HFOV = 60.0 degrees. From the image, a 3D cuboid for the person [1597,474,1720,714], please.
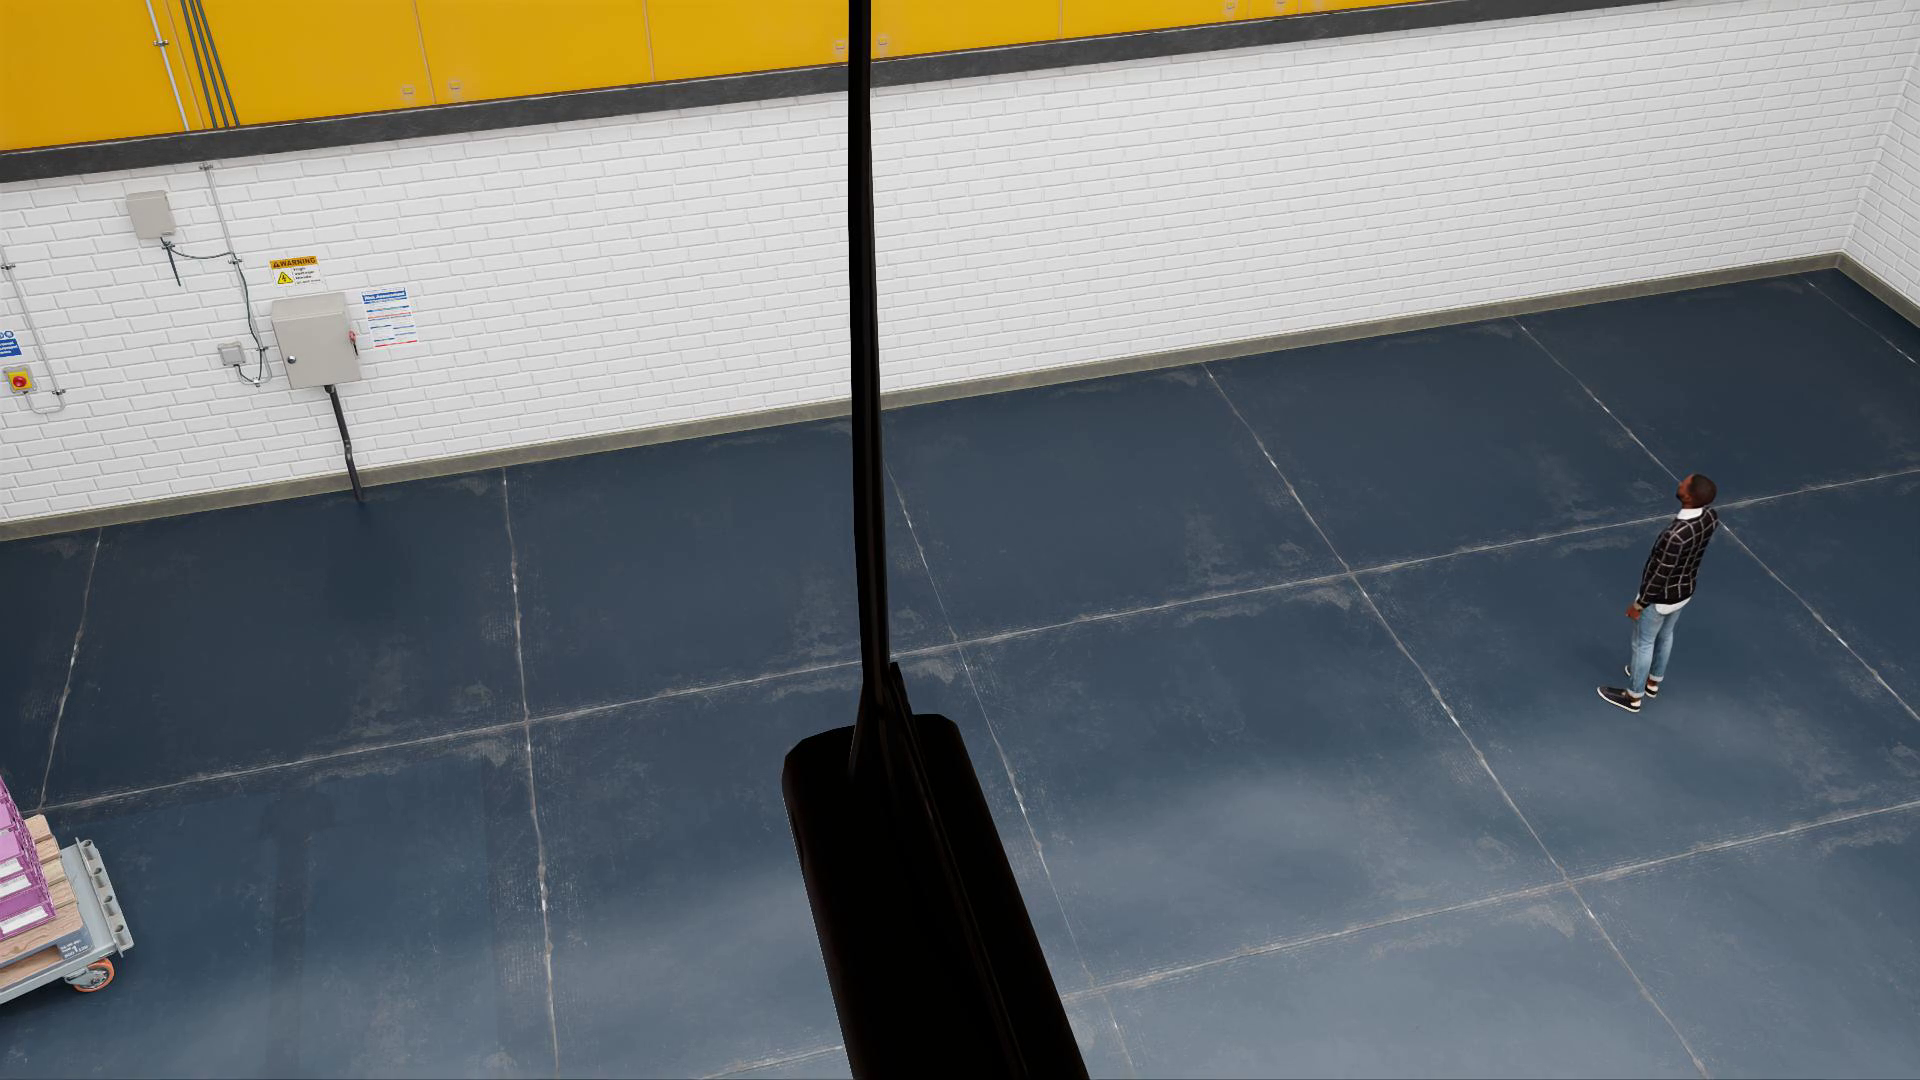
[{"bbox_3d":[4.532,0.338,10.655,0.733,1.820,0.689,-24,45,-27],"label":"person"}]
